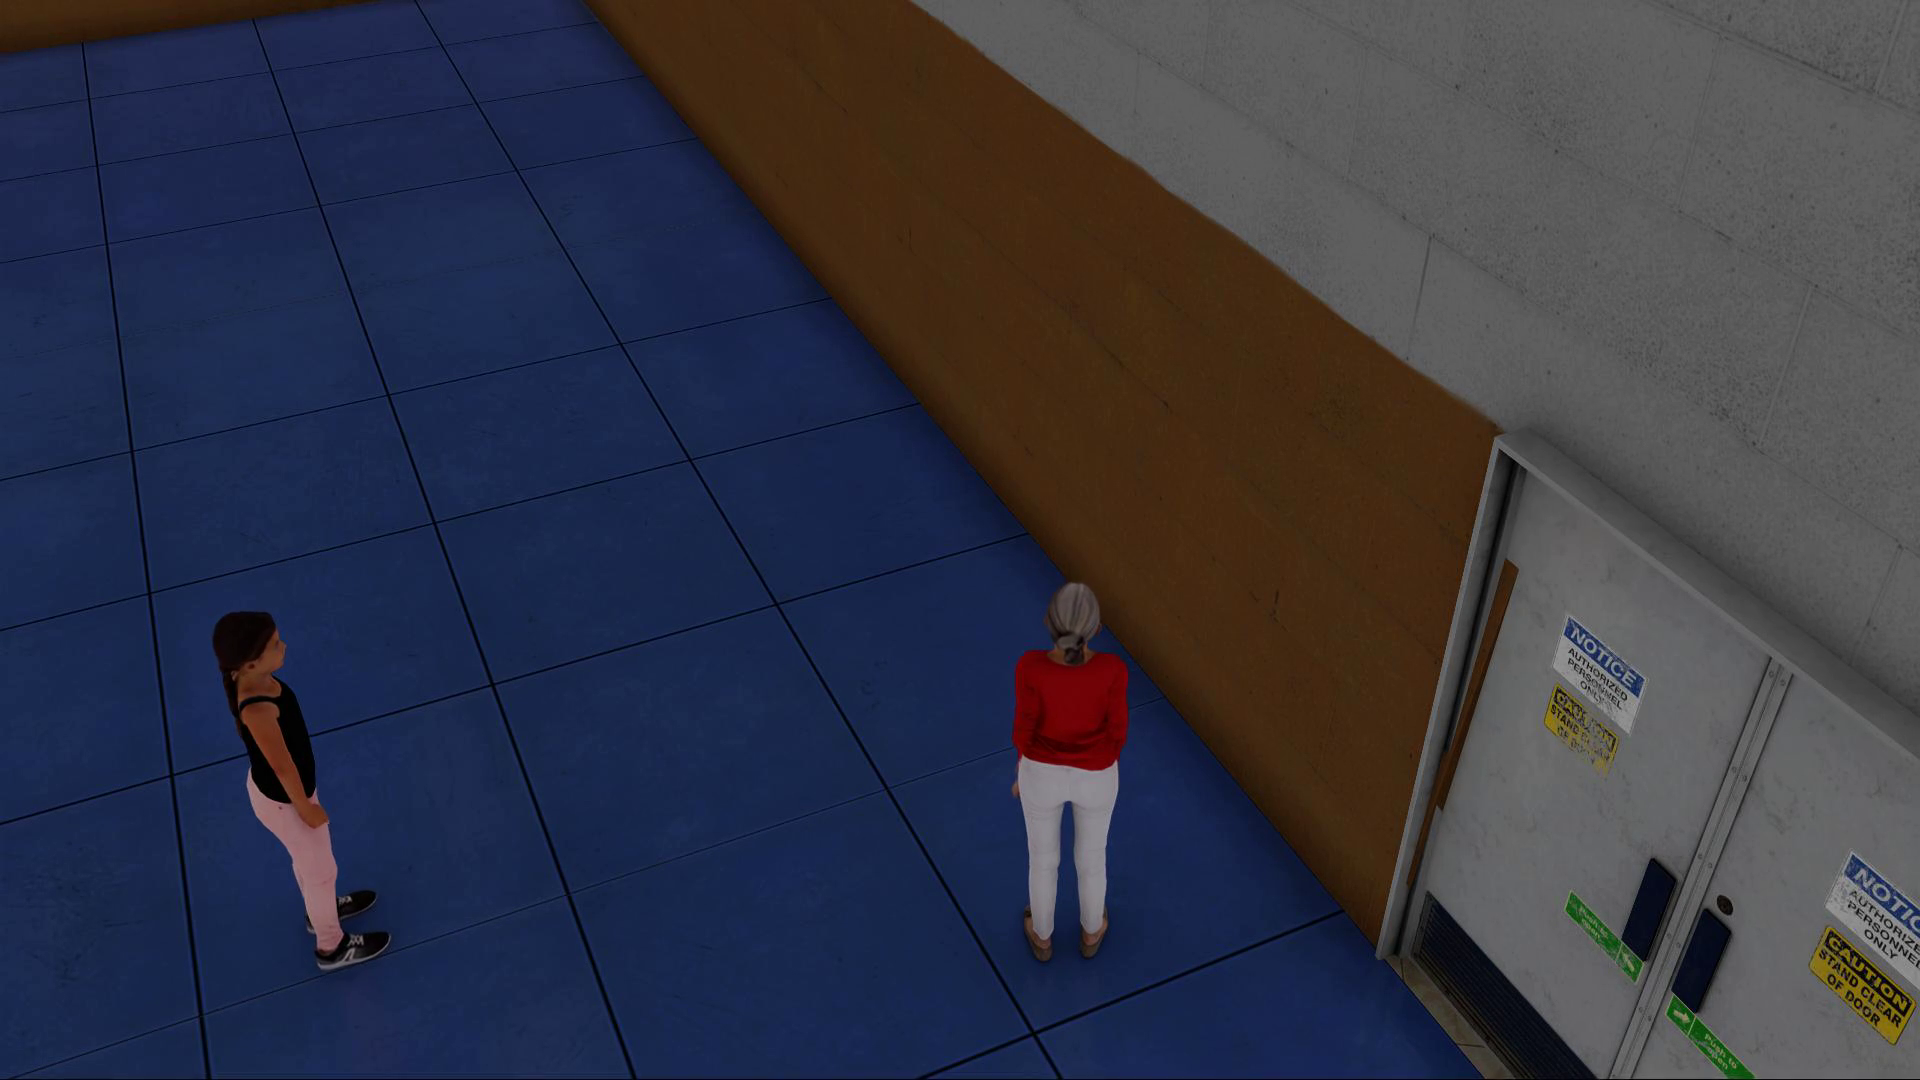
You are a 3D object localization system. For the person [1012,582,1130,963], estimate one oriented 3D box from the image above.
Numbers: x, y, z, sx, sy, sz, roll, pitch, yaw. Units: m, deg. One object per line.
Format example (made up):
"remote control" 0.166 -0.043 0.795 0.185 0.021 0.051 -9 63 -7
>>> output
"person" 0.372 0.821 5.717 0.603 1.693 0.694 1 37 2

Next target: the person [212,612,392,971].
"person" -2.327 0.872 5.757 0.526 1.563 0.527 -19 41 -23
